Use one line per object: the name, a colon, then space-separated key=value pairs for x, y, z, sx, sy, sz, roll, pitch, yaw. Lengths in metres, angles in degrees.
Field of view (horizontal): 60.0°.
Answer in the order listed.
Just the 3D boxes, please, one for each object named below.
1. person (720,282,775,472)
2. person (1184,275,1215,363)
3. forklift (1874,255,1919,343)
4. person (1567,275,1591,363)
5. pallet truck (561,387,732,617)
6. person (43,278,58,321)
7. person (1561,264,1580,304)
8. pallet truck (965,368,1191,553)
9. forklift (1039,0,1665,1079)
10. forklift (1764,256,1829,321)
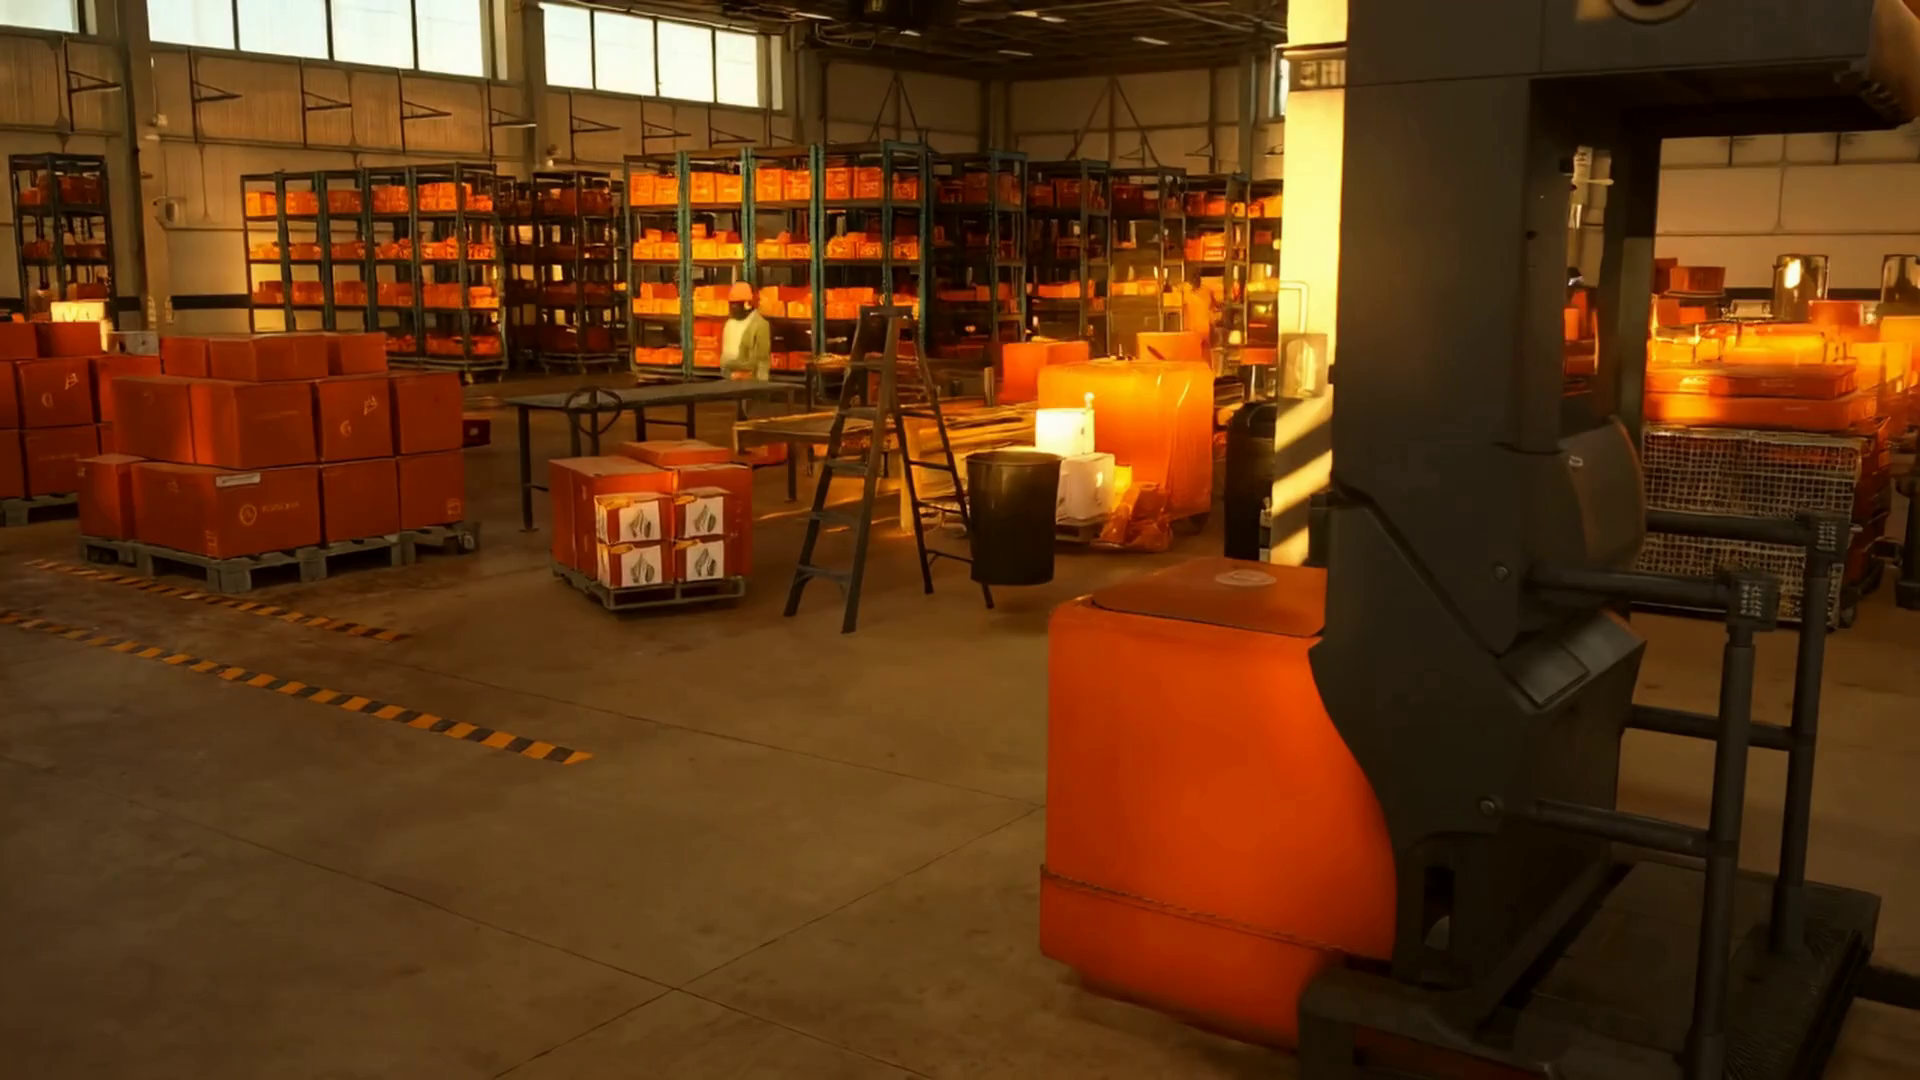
person: x=-2.062 y=-1.525 z=15.775 sx=0.416 sy=1.820 sz=0.589 roll=-8 pitch=13 yaw=-41
person: x=3.948 y=-3.411 z=27.103 sx=0.784 sy=1.792 sz=0.579 roll=-5 pitch=11 yaw=-26
forklift: x=22.089 y=-5.634 z=38.796 sx=1.157 sy=1.987 sz=2.680 roll=6 pitch=11 yaw=33
person: x=12.246 y=-4.385 z=33.037 sx=0.416 sy=1.737 sz=0.555 roll=-1 pitch=10 yaw=-7
pallet truck: x=-1.981 y=-0.274 z=10.088 sx=0.680 sy=1.201 sz=1.601 roll=-5 pitch=11 yaw=-28
person: x=-16.337 y=-3.841 z=29.893 sx=0.573 sy=1.716 sz=0.875 roll=7 pitch=12 yaw=34
person: x=14.191 y=-5.438 z=38.693 sx=1.023 sy=1.942 sz=0.653 roll=-6 pitch=11 yaw=-33
pallet truck: x=0.845 y=-0.609 z=11.869 sx=1.630 sy=1.274 sz=0.653 roll=7 pitch=12 yaw=35
forklift: x=1.249 y=-0.137 z=4.360 sx=1.873 sy=2.768 sz=1.129 roll=7 pitch=12 yaw=35
forklift: x=20.253 y=-5.854 z=40.139 sx=1.157 sy=1.987 sz=2.680 roll=7 pitch=12 yaw=35
